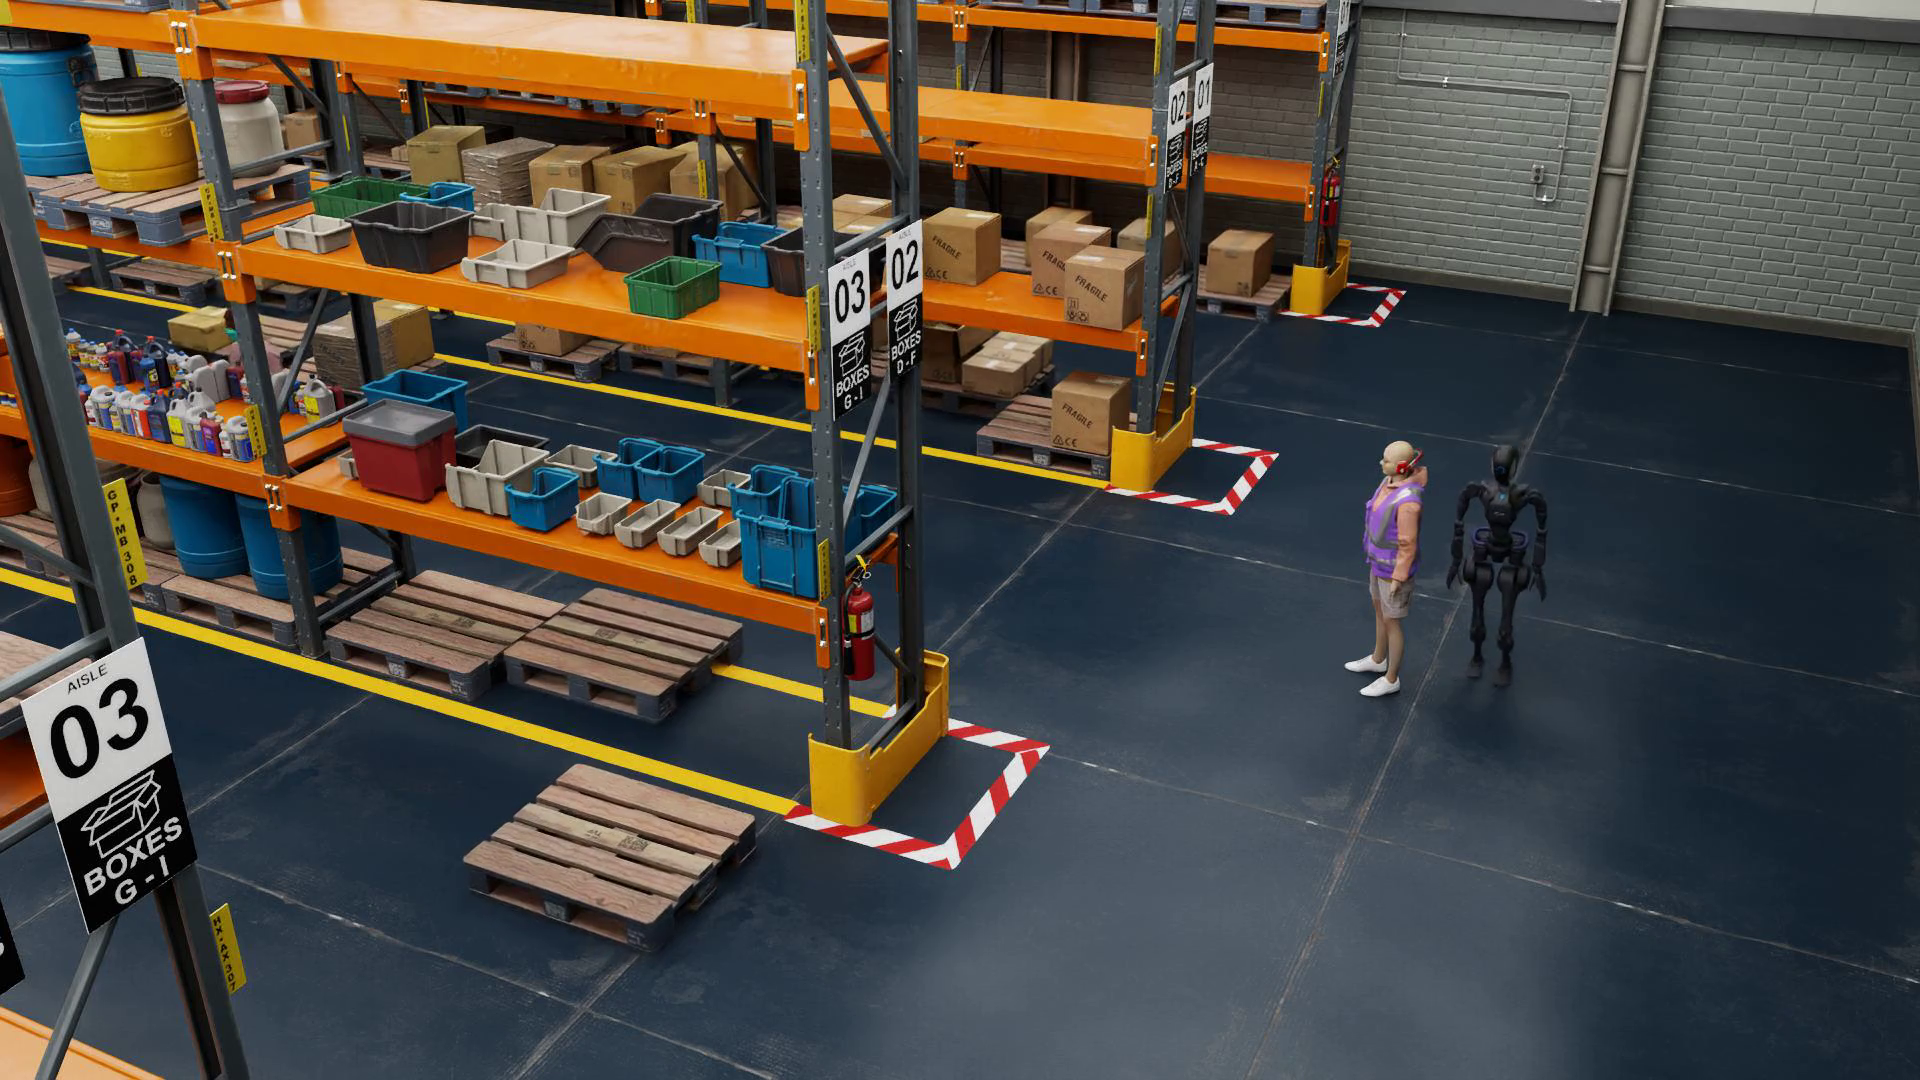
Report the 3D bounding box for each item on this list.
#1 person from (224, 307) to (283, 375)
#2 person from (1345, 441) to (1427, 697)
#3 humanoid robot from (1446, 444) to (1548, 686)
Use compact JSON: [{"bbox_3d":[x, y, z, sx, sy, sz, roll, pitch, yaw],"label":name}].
[{"bbox_3d":[-5.185,-0.891,12.392,0.558,1.793,0.360,12,29,23],"label":"person"},{"bbox_3d":[2.669,0.175,10.341,0.341,1.692,0.494,-2,26,-3],"label":"person"},{"bbox_3d":[3.377,0.146,10.427,0.611,1.637,0.373,10,28,20],"label":"humanoid robot"}]
